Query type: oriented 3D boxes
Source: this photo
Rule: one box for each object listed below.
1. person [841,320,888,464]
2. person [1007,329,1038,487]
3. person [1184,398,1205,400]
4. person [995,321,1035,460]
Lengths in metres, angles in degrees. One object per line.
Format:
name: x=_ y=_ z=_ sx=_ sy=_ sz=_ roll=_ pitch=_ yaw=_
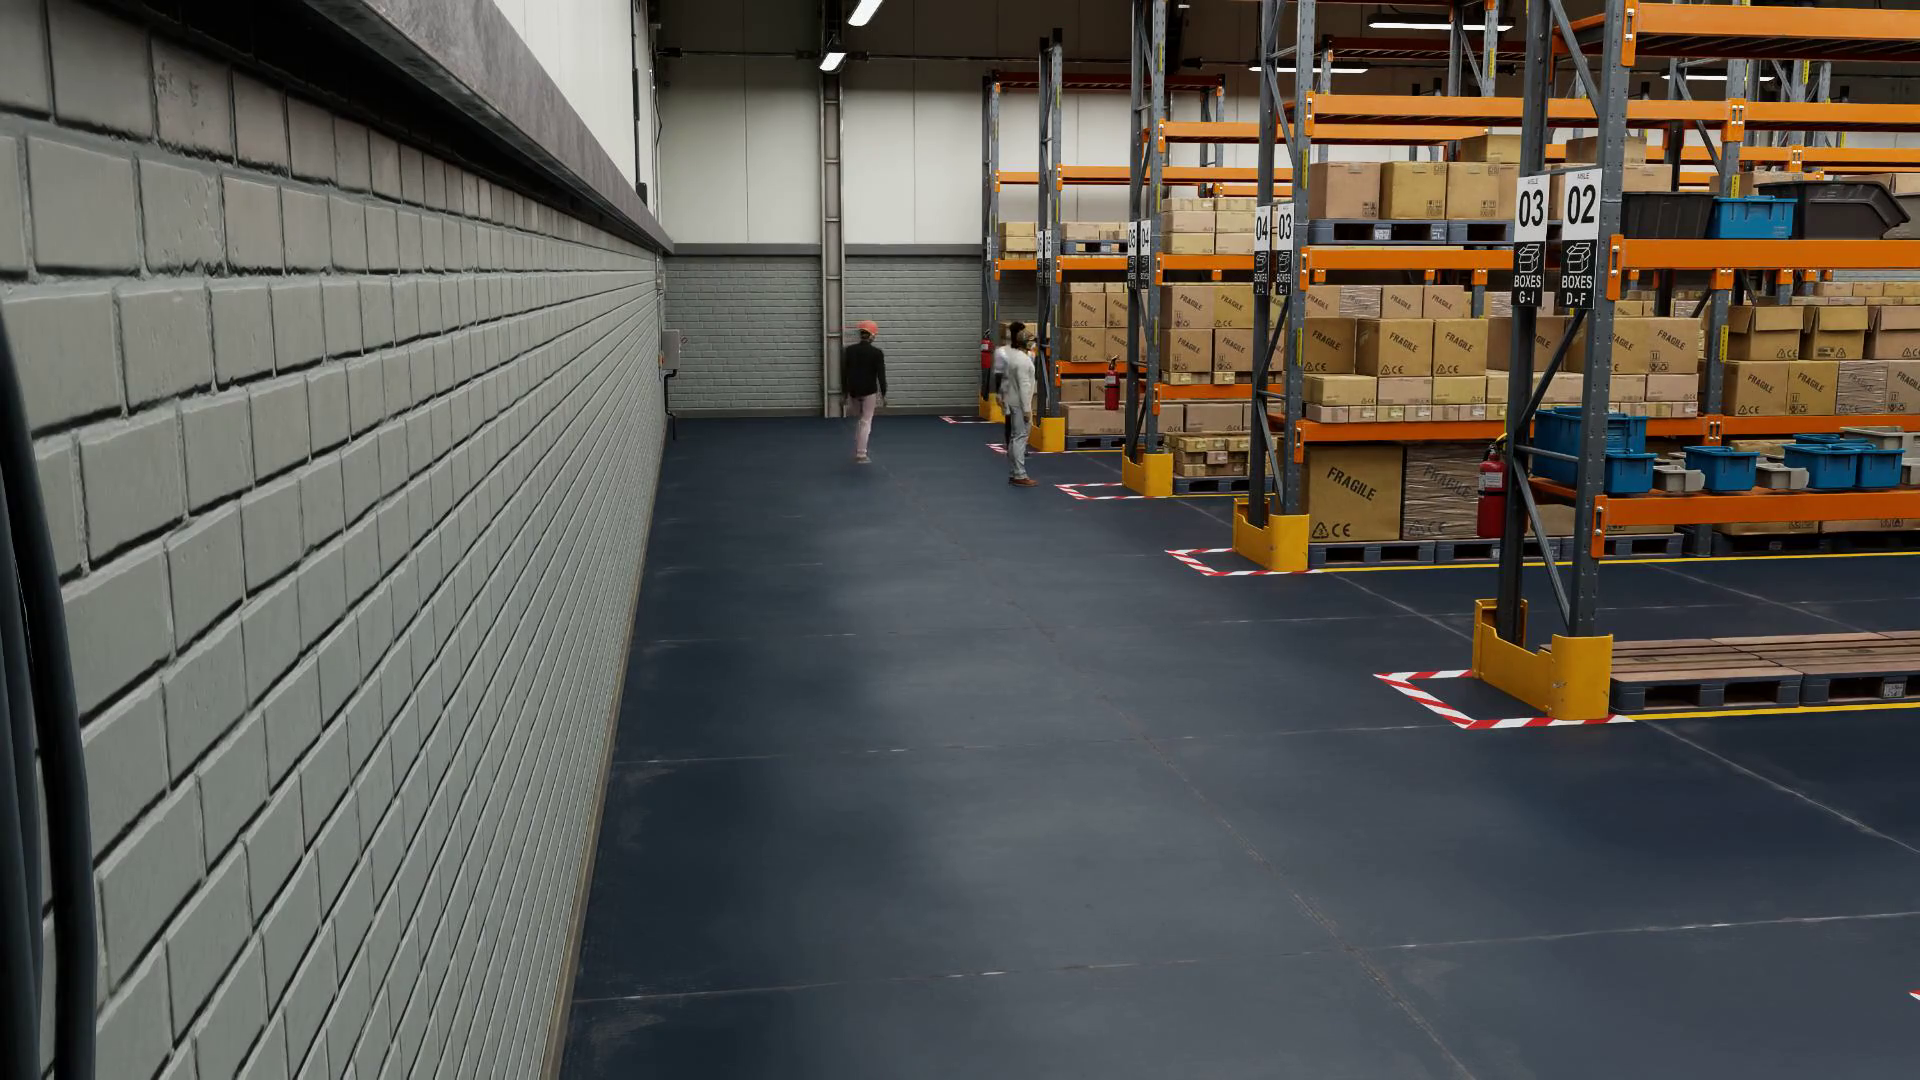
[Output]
person: x=-1.280 y=-2.031 z=22.893 sx=0.642 sy=1.964 sz=0.621 roll=5 pitch=10 yaw=28
person: x=0.768 y=-1.623 z=20.505 sx=0.373 sy=1.934 sz=0.640 roll=-1 pitch=9 yaw=-8
person: x=3.806 y=-2.515 z=26.408 sx=0.915 sy=1.808 sz=0.621 roll=-2 pitch=9 yaw=-12
person: x=0.776 y=-2.069 z=23.212 sx=0.602 sy=1.947 sz=0.513 roll=-2 pitch=9 yaw=-11
